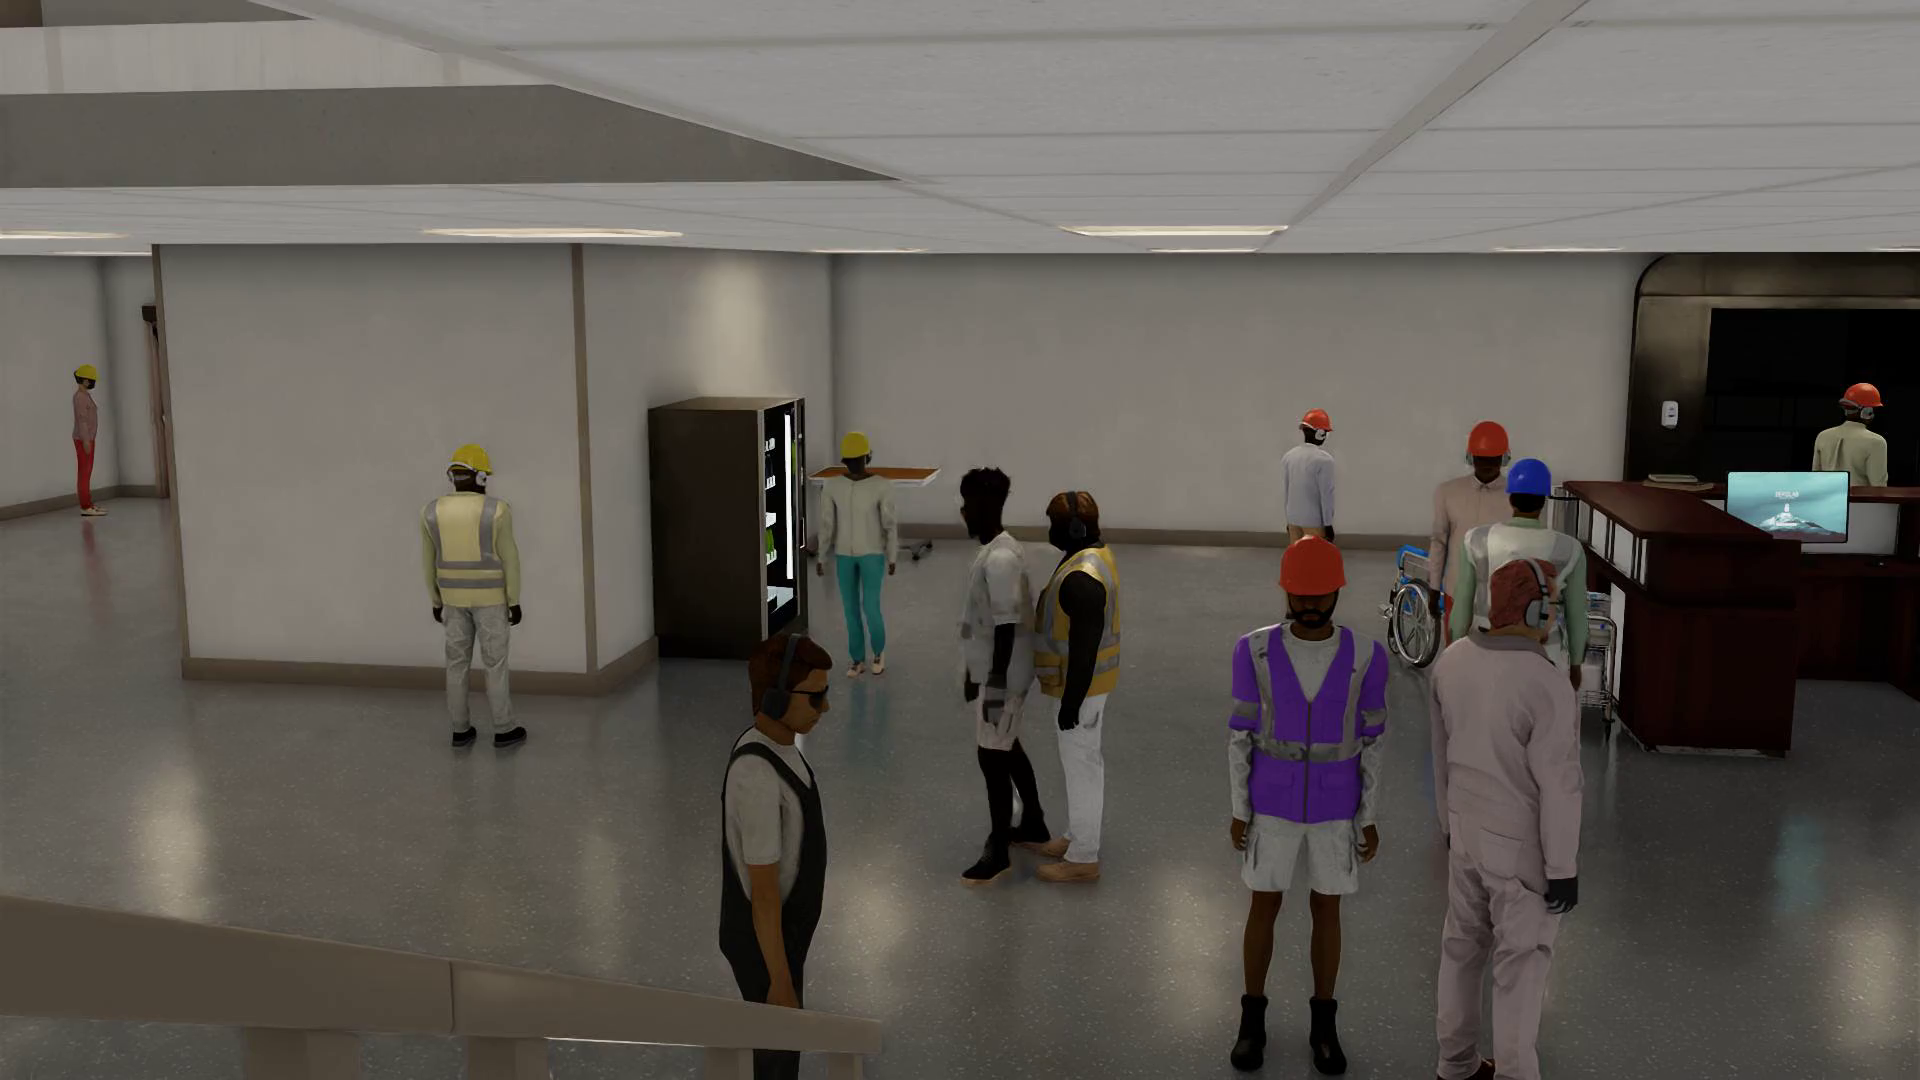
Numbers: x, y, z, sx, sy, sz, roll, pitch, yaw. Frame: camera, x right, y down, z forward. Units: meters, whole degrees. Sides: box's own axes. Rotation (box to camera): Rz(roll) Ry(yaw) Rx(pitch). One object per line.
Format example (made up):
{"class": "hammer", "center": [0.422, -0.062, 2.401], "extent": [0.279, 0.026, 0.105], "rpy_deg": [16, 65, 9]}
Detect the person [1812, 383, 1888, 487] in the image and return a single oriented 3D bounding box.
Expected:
{"class": "person", "center": [6.832, -0.209, 12.770], "extent": [0.396, 1.992, 0.622], "rpy_deg": [-4, 10, -23]}

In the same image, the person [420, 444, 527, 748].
{"class": "person", "center": [-2.889, 0.338, 9.935], "extent": [0.586, 1.822, 0.404], "rpy_deg": [1, 9, 8]}

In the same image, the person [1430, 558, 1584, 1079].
{"class": "person", "center": [1.855, 1.002, 5.583], "extent": [0.408, 1.907, 0.638], "rpy_deg": [-4, 10, -22]}

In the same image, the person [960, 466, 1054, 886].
{"class": "person", "center": [0.217, 0.617, 7.862], "extent": [0.482, 1.940, 0.751], "rpy_deg": [0, 9, 1]}

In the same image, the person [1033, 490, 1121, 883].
{"class": "person", "center": [0.534, 0.678, 7.793], "extent": [0.429, 1.840, 0.624], "rpy_deg": [1, 9, 6]}

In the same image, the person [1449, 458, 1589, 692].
{"class": "person", "center": [2.800, 0.548, 8.303], "extent": [0.651, 1.922, 0.759], "rpy_deg": [5, 10, 27]}

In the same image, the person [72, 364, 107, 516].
{"class": "person", "center": [-10.154, -1.162, 19.383], "extent": [0.337, 1.759, 0.525], "rpy_deg": [-3, 10, -21]}

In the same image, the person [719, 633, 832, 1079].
{"class": "person", "center": [-0.508, 1.171, 4.740], "extent": [0.345, 1.839, 0.504], "rpy_deg": [-1, 9, -5]}

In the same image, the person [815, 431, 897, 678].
{"class": "person", "center": [-0.711, 0.109, 11.584], "extent": [0.537, 1.749, 0.398], "rpy_deg": [3, 10, 15]}

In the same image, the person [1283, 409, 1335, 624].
{"class": "person", "center": [2.828, -0.181, 13.374], "extent": [0.352, 1.743, 0.564], "rpy_deg": [-5, 10, -26]}

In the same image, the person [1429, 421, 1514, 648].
{"class": "person", "center": [3.046, 0.293, 9.712], "extent": [0.621, 1.985, 0.407], "rpy_deg": [5, 10, 28]}

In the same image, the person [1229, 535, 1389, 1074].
{"class": "person", "center": [1.223, 0.935, 5.889], "extent": [0.547, 1.938, 0.377], "rpy_deg": [1, 9, 9]}
